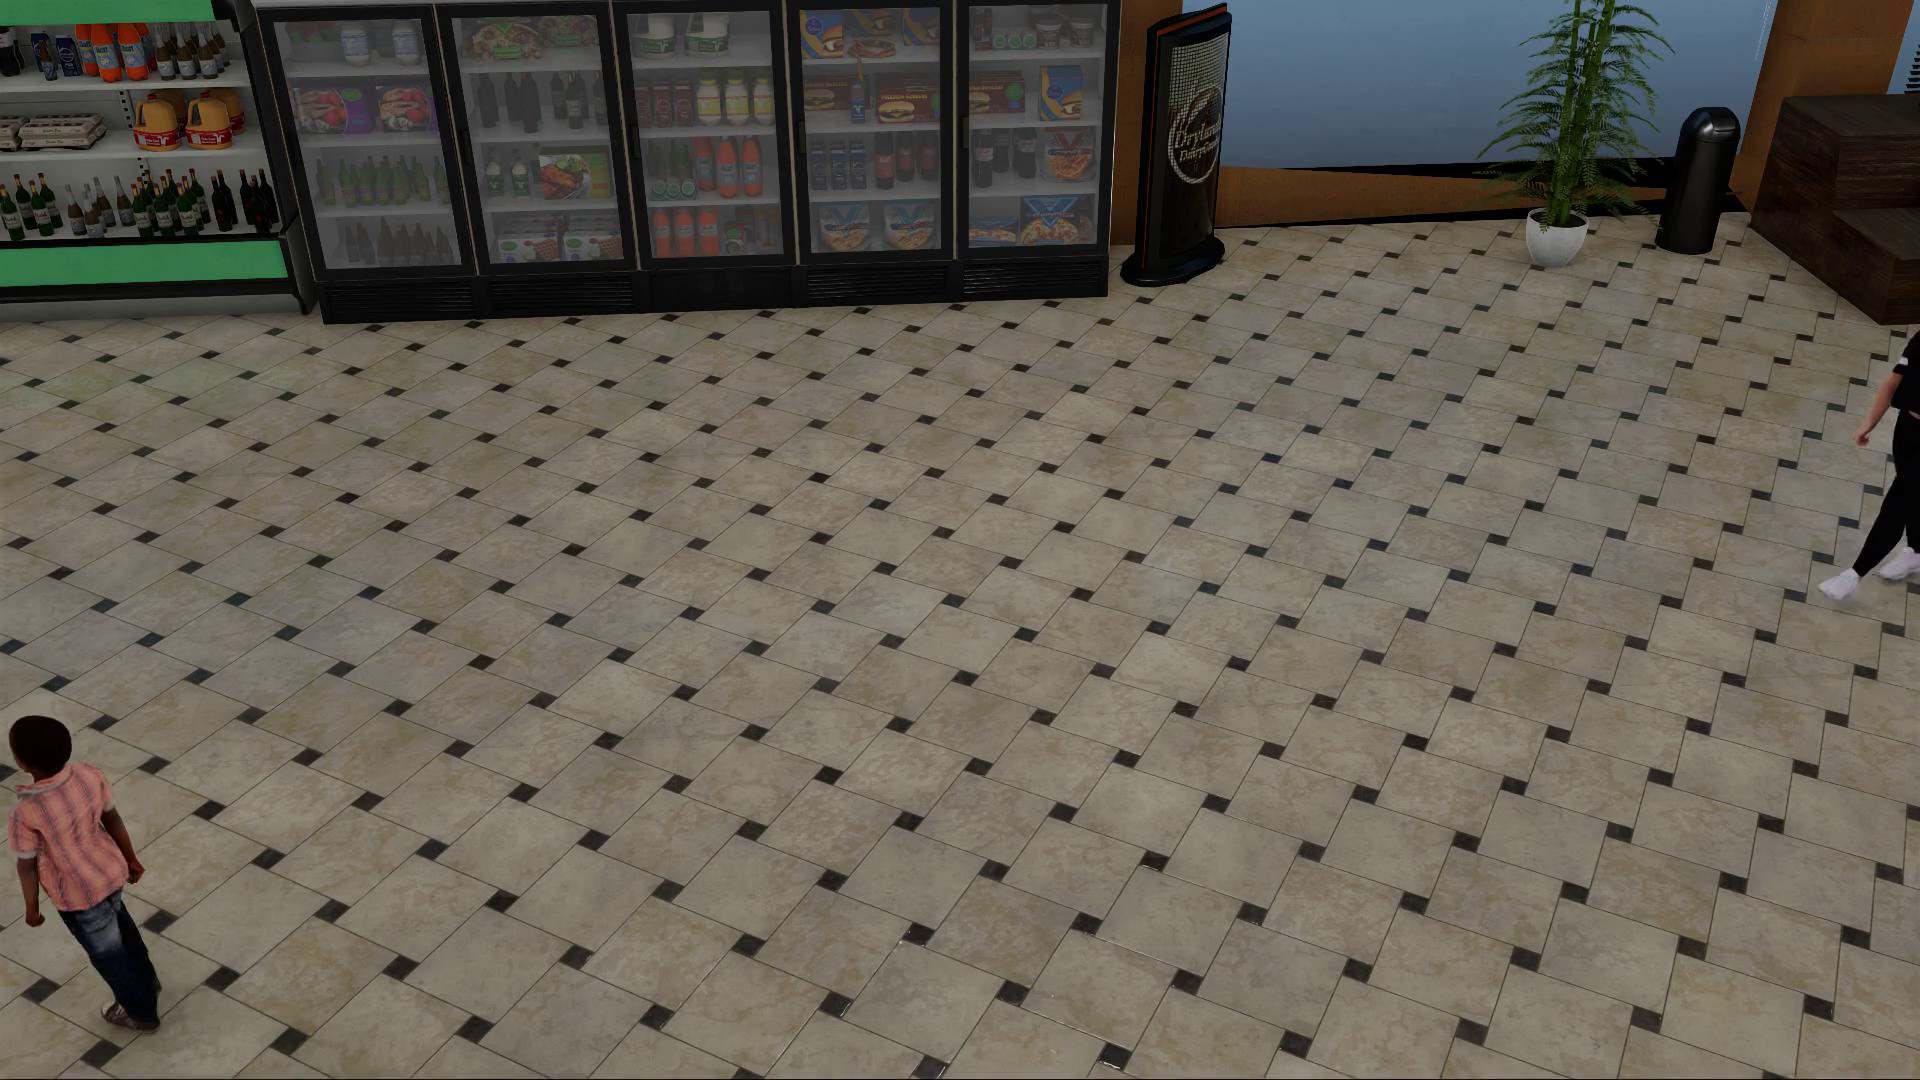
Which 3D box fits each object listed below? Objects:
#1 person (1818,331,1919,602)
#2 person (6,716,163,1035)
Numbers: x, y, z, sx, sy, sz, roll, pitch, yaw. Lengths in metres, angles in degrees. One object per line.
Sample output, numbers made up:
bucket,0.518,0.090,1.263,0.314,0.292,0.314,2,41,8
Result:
person,4.564,-0.479,7.732,1.077,1.606,0.804,-12,34,-18
person,-2.811,1.130,5.436,0.624,1.299,0.583,11,34,17
